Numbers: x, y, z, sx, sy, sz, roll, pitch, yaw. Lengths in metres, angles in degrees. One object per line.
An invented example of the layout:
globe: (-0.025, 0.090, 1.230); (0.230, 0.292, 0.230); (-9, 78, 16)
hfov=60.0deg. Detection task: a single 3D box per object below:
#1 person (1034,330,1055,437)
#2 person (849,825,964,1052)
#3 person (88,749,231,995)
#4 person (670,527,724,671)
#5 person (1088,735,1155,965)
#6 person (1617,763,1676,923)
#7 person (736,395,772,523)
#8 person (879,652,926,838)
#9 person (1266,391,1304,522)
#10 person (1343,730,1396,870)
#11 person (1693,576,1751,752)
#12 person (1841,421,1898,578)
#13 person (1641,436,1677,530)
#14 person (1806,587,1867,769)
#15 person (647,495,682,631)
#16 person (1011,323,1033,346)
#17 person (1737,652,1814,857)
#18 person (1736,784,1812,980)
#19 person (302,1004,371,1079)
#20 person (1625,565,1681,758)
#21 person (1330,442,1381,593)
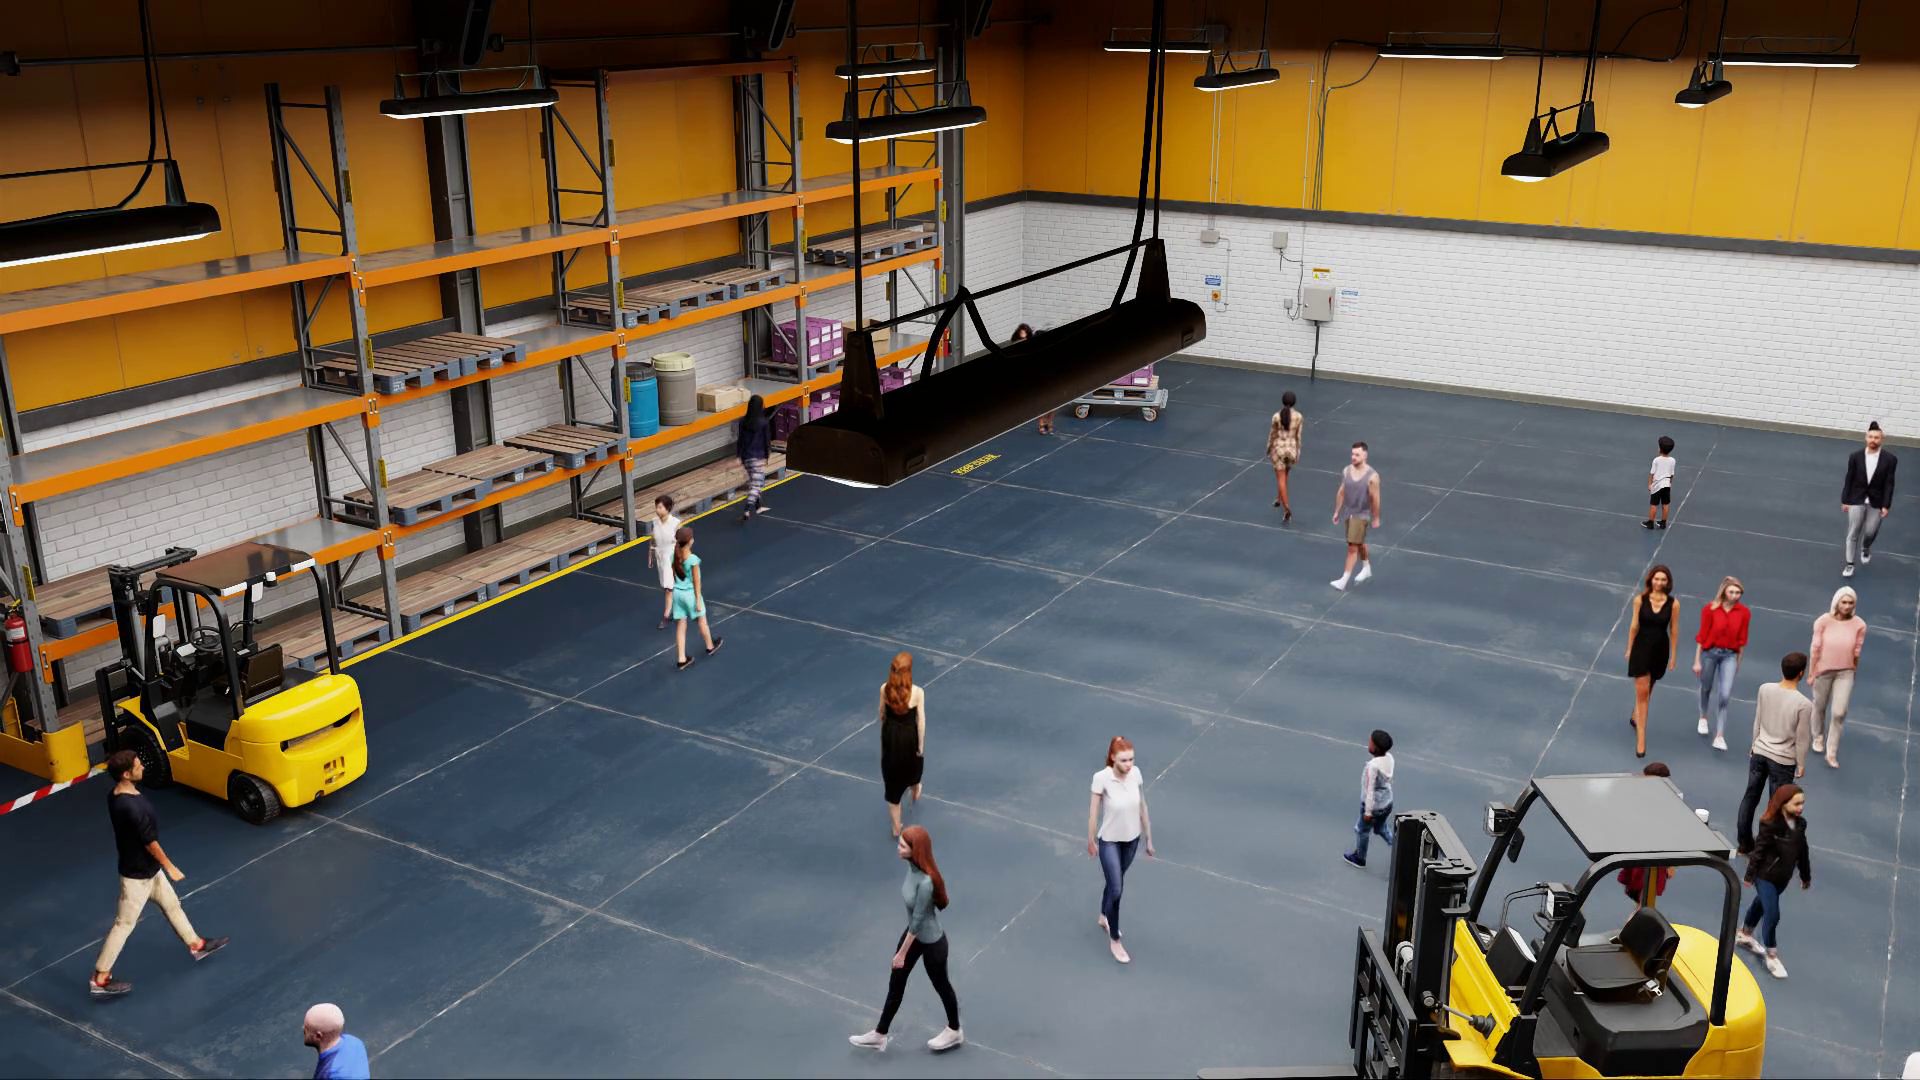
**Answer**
person: (1.339, -2.514, 26.690); (0.786, 1.744, 0.845); (-8, 20, -22)
person: (-0.153, 2.721, 11.206); (1.065, 1.707, 0.990); (-6, 19, -16)
person: (-5.987, 2.421, 11.935); (1.297, 1.809, 0.999); (-13, 22, -33)
person: (-2.940, 0.633, 17.670); (0.597, 1.537, 0.934); (8, 20, 24)
person: (1.148, 2.246, 12.609); (0.917, 1.710, 0.909); (-10, 21, -28)
person: (5.208, 2.361, 12.544); (0.941, 1.535, 0.726); (-17, 25, -41)
person: (-2.820, -1.081, 22.505); (0.674, 1.700, 0.984); (6, 20, 18)
person: (-0.524, 1.780, 14.206); (0.878, 1.575, 1.149); (1, 19, 4)
person: (4.393, -1.091, 22.462); (0.985, 1.747, 1.144); (-2, 19, -4)
person: (3.447, 2.156, 13.601); (0.776, 1.249, 0.687); (-16, 25, -40)
person: (7.279, 1.124, 16.004); (0.789, 1.671, 1.054); (5, 19, 15)
person: (11.179, -0.520, 20.471); (0.731, 1.936, 0.920); (12, 22, 32)
person: (9.393, -0.764, 22.261); (0.562, 1.256, 0.608); (-2, 19, -6)
person: (8.209, 1.219, 15.677); (0.718, 1.698, 0.954); (6, 20, 18)
person: (-3.282, 0.210, 18.937); (0.615, 1.531, 0.865); (8, 20, 23)
person: (1.082, -2.848, 27.946); (0.707, 1.577, 1.032); (6, 19, 17)
person: (6.712, 1.791, 13.720); (0.721, 1.864, 0.724); (-12, 22, -31)
person: (6.002, 2.452, 12.392); (0.861, 1.459, 0.897); (-8, 20, -22)
person: (-3.291, 3.358, 9.127); (0.967, 1.825, 0.918); (-2, 19, -5)
person: (6.589, 1.108, 15.876); (0.765, 1.783, 1.172); (6, 19, 17)
person: (4.773, -0.303, 19.768); (1.262, 1.795, 0.886); (-16, 24, -39)
